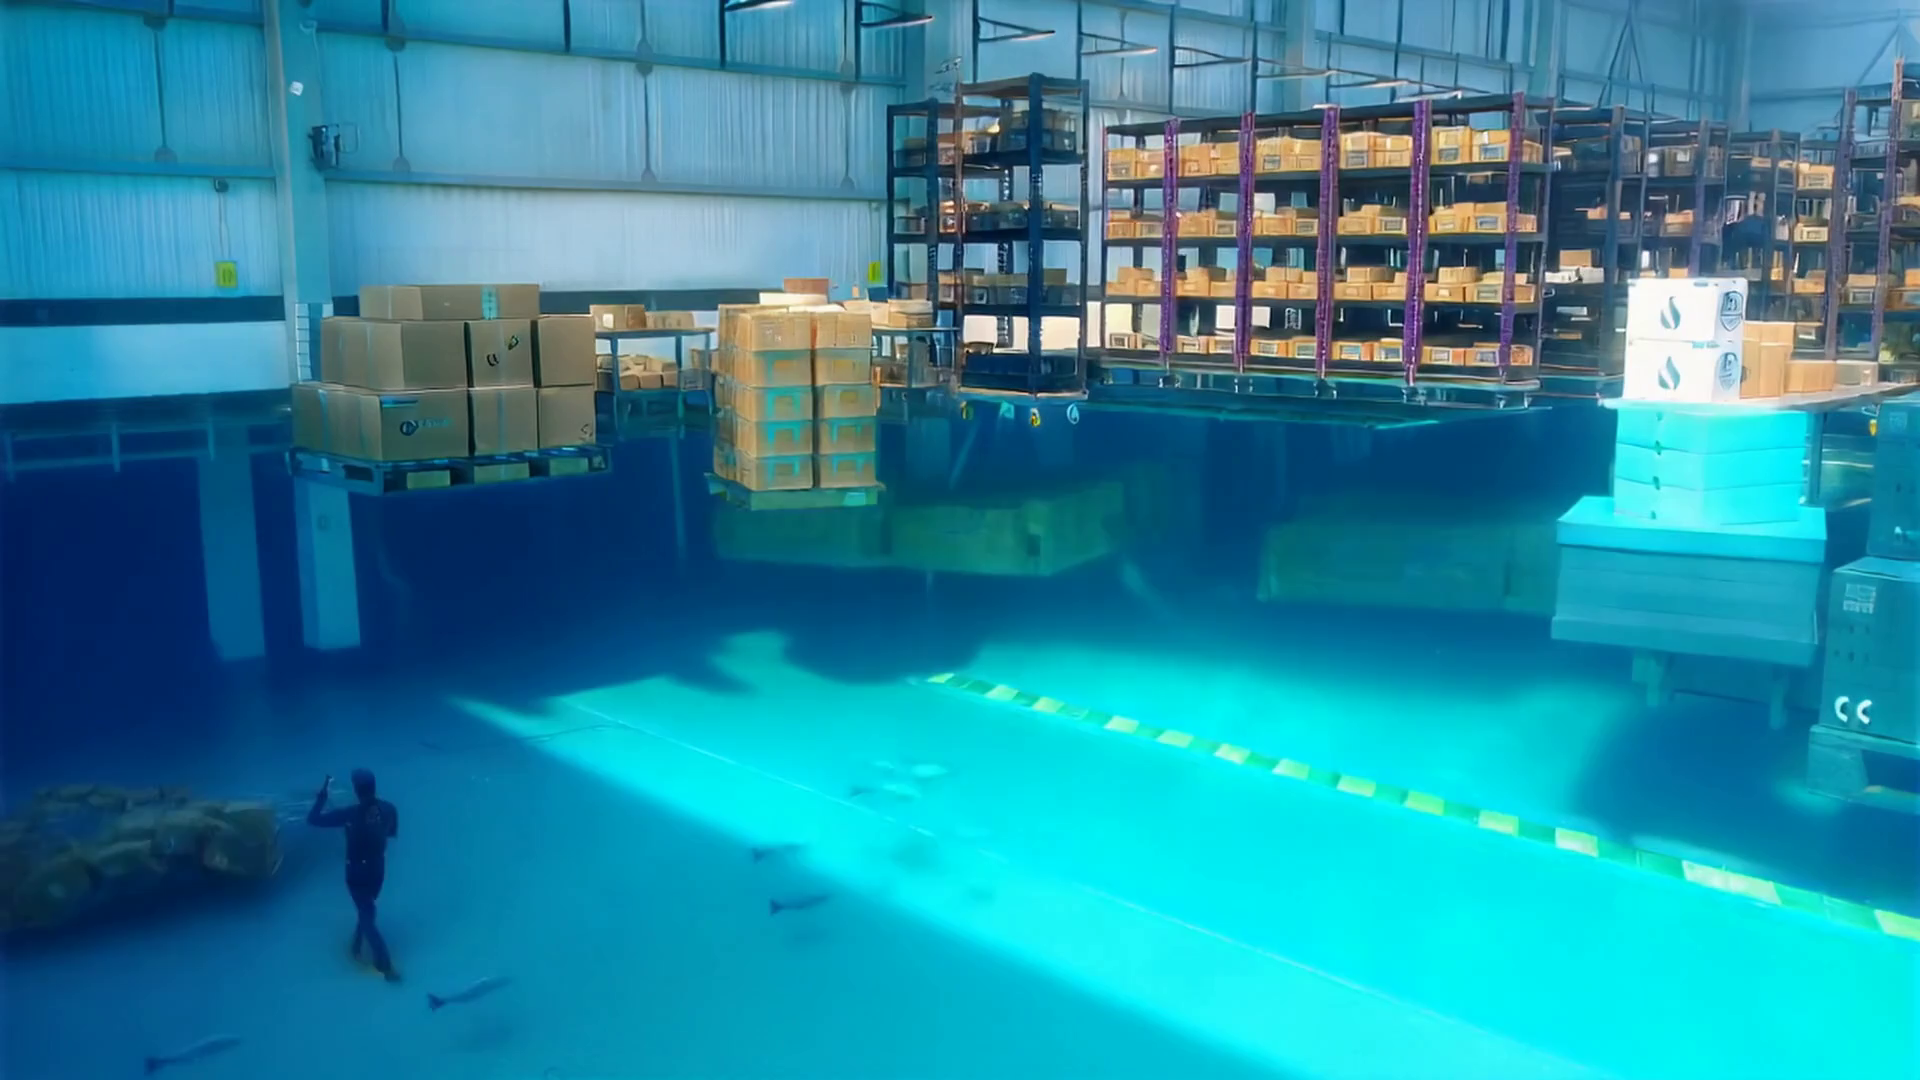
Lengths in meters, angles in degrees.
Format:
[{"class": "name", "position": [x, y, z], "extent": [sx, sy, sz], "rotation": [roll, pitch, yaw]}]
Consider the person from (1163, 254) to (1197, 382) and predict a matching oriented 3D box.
[{"class": "person", "position": [3.183, -3.192, 24.005], "extent": [0.614, 1.830, 0.401], "rotation": [9, 13, 42]}]
